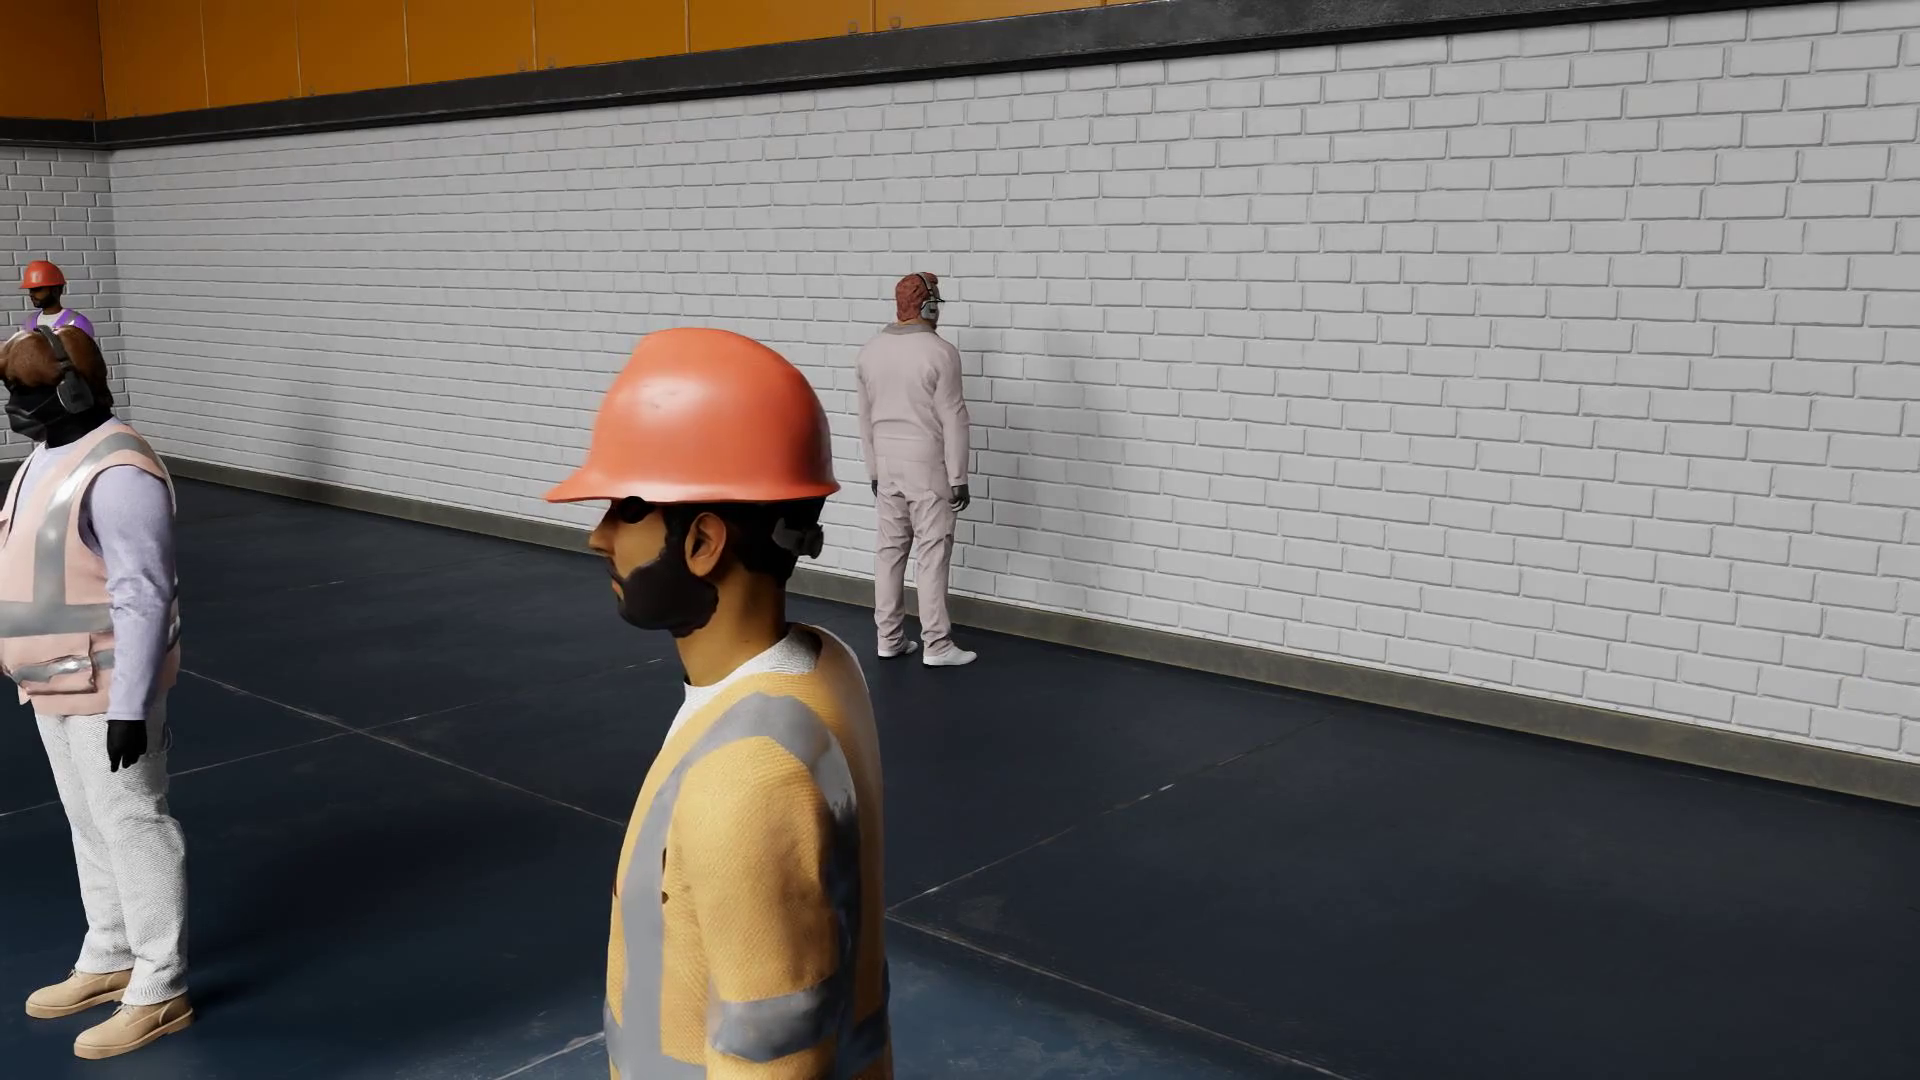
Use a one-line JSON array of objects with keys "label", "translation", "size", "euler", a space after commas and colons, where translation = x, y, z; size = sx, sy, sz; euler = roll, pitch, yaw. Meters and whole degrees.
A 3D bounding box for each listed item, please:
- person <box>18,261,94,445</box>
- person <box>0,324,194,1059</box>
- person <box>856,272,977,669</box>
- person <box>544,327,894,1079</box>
[{"label": "person", "translation": [-6.209, -0.944, 11.449], "size": [0.551, 1.935, 0.375], "euler": [3, 10, 16]}, {"label": "person", "translation": [-2.208, 0.377, 4.220], "size": [0.621, 1.838, 0.429], "euler": [10, 14, 44]}, {"label": "person", "translation": [-0.195, -0.334, 8.064], "size": [0.641, 1.908, 0.407], "euler": [8, 13, 38]}, {"label": "person", "translation": [-0.251, 0.737, 1.871], "size": [0.361, 1.940, 0.543], "euler": [0, 10, -1]}]
